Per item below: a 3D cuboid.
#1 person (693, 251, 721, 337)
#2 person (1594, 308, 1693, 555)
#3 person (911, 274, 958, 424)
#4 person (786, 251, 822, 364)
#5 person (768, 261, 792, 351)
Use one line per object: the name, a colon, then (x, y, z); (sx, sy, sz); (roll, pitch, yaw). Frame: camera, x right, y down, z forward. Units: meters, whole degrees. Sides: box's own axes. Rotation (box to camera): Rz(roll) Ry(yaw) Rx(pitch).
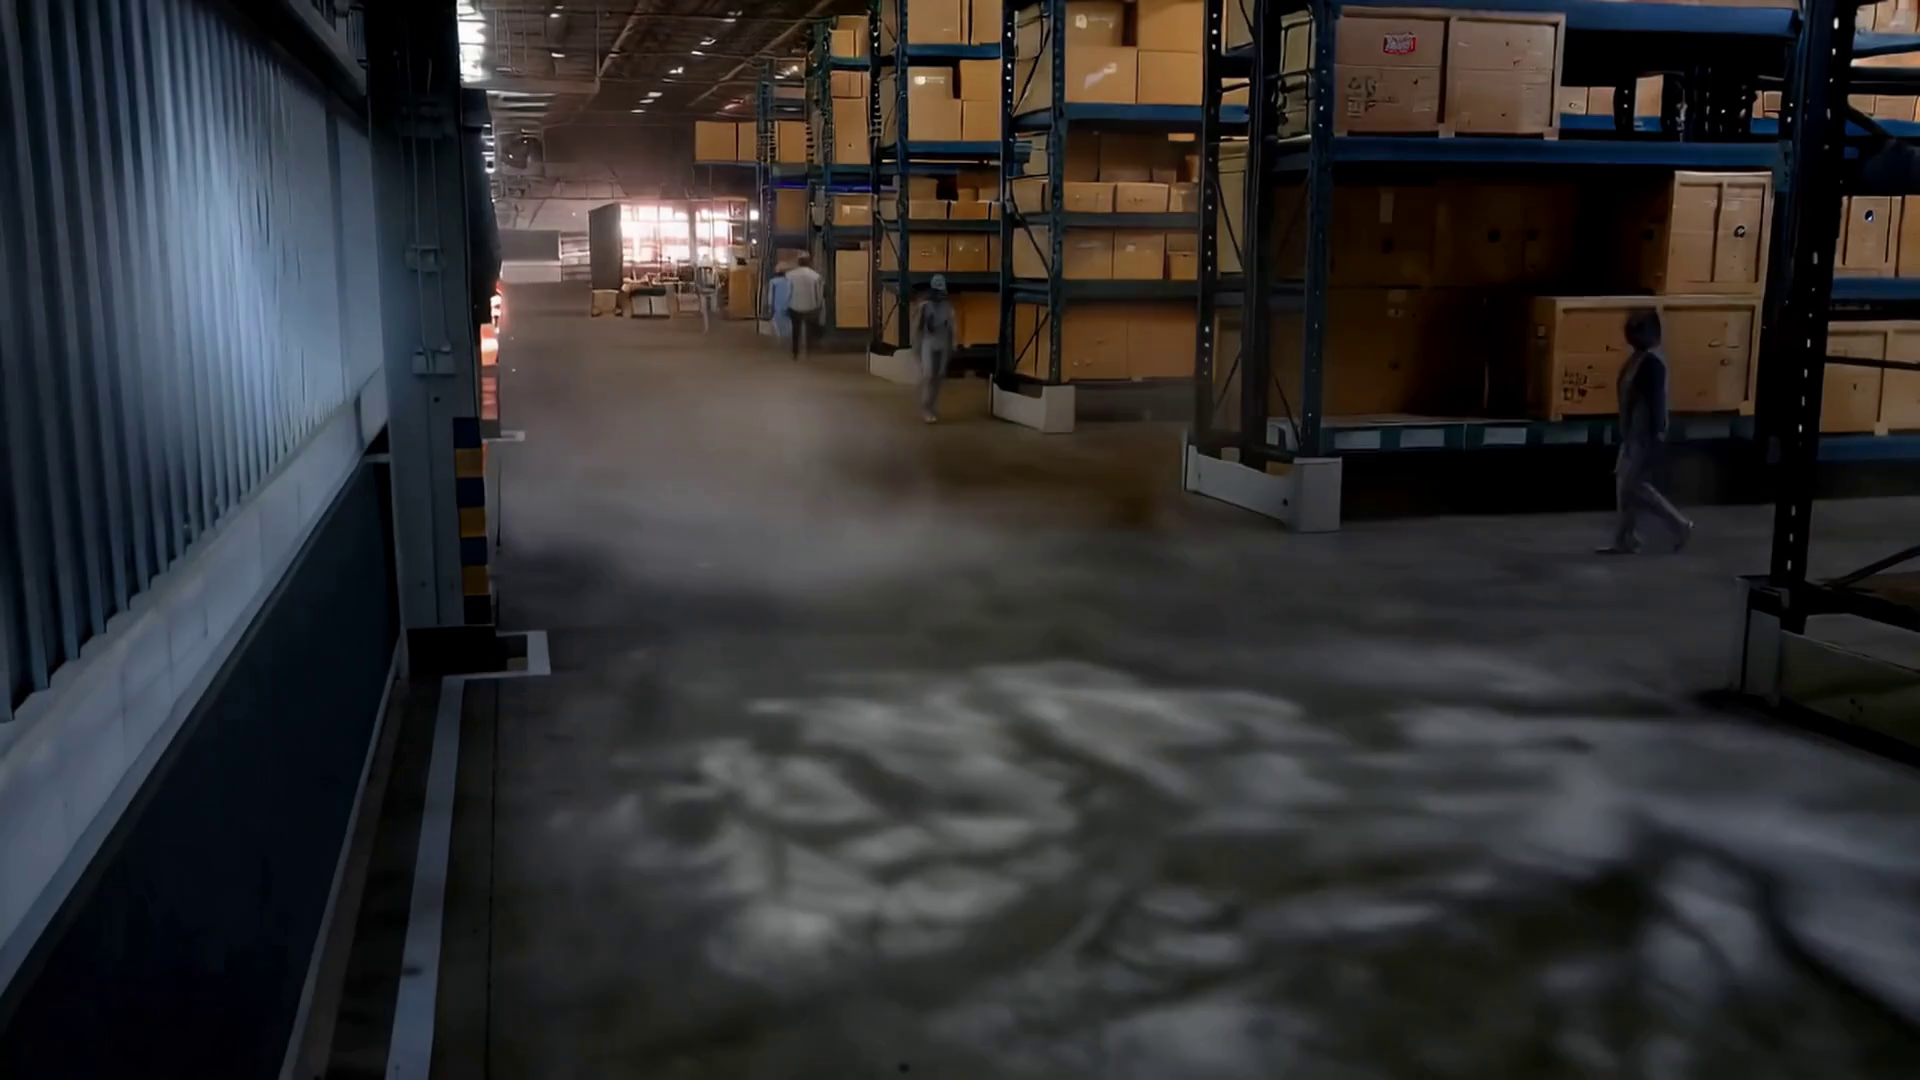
person: (-5.694, -5.534, 37.406); (0.621, 1.926, 0.661); (-3, 11, -18)
person: (4.456, -0.680, 10.767); (0.482, 1.625, 0.527); (2, 10, 9)
person: (-0.260, -2.190, 19.097); (0.493, 1.713, 0.656); (-4, 11, -20)
person: (-2.728, -4.054, 28.984); (0.647, 1.937, 1.019); (-3, 10, -15)
person: (-3.482, -4.544, 32.351); (0.590, 1.725, 0.651); (-5, 11, -24)
